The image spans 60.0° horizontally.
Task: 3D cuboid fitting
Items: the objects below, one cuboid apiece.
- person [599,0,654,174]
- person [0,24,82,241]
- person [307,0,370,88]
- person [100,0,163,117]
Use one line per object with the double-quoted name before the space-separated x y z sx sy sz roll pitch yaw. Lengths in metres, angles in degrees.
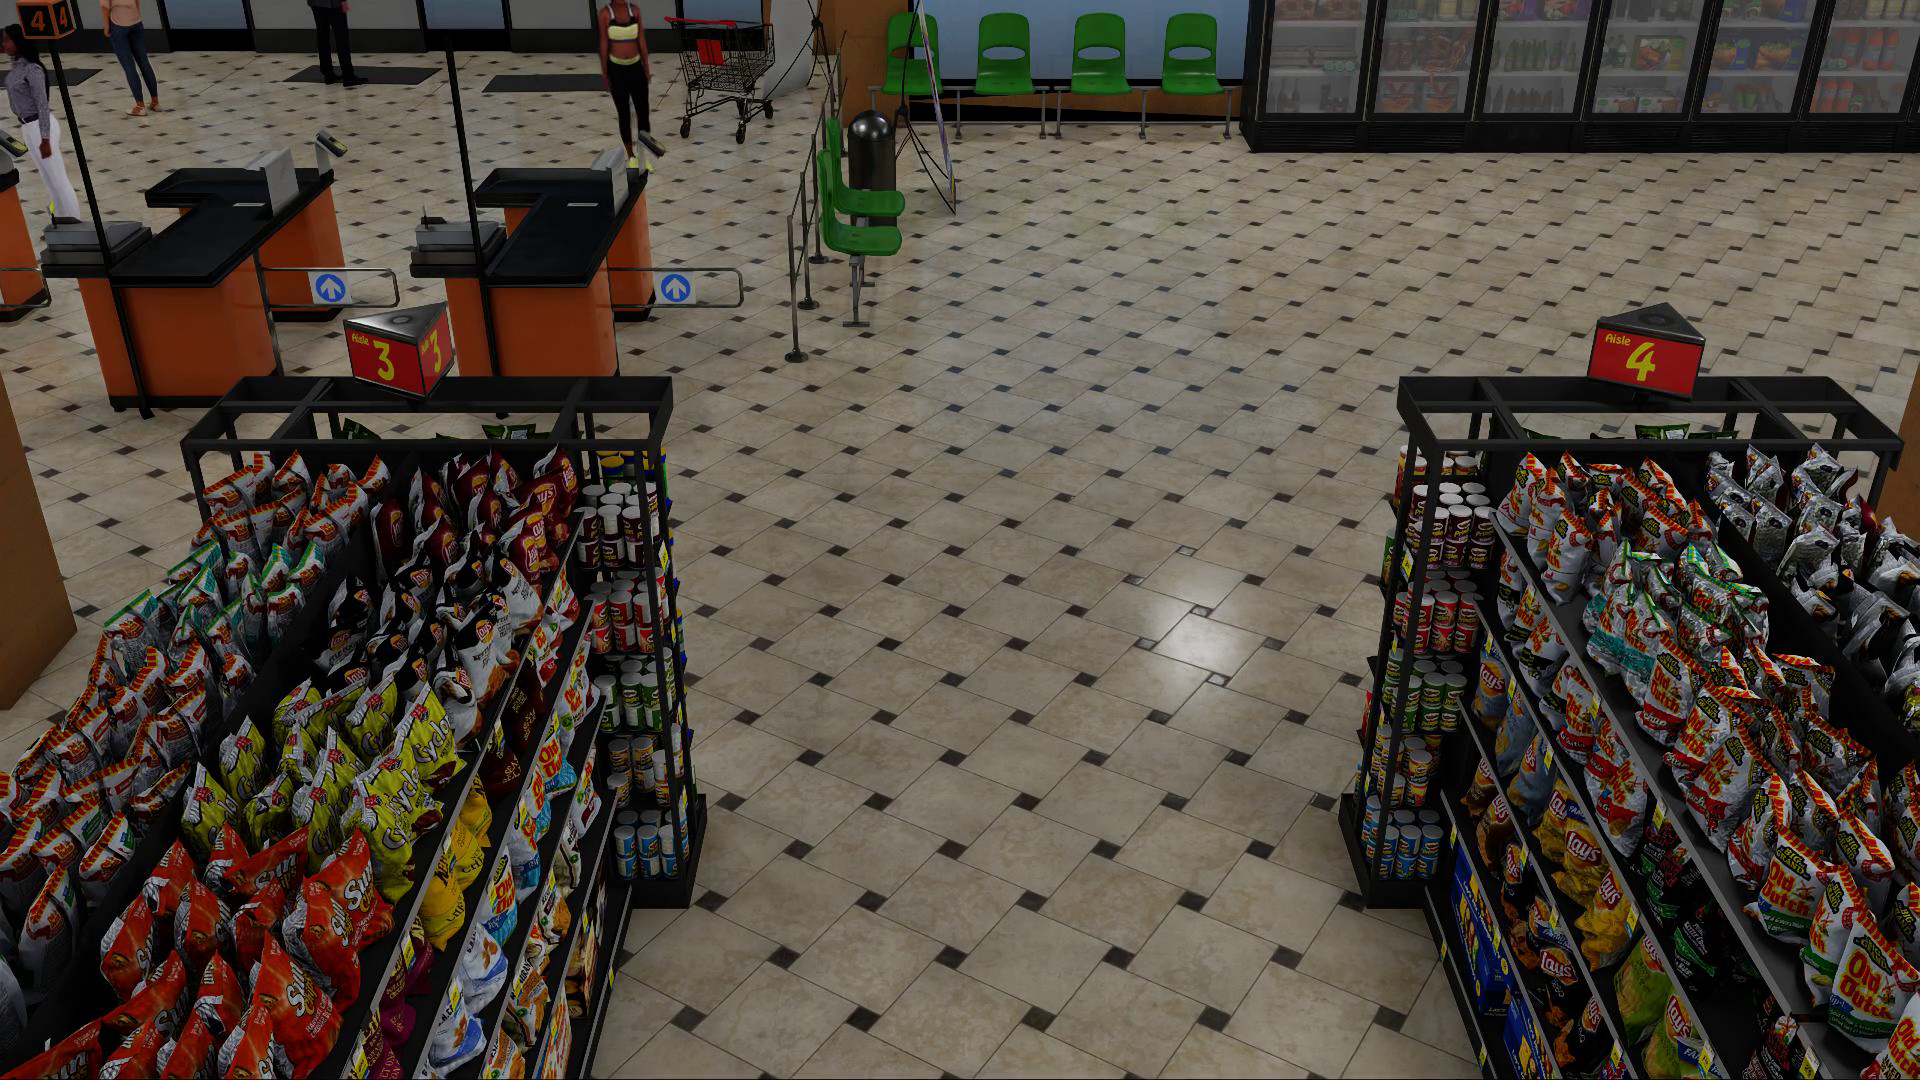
"person" -3.007 -4.180 14.887 0.700 1.741 0.749 -10 30 -17
"person" -7.222 -3.181 13.074 0.725 1.725 0.665 -26 38 -38
"person" -6.765 -5.806 17.759 0.802 1.842 0.769 12 31 22
"person" -8.363 -5.169 16.650 0.736 1.789 0.613 14 32 24
